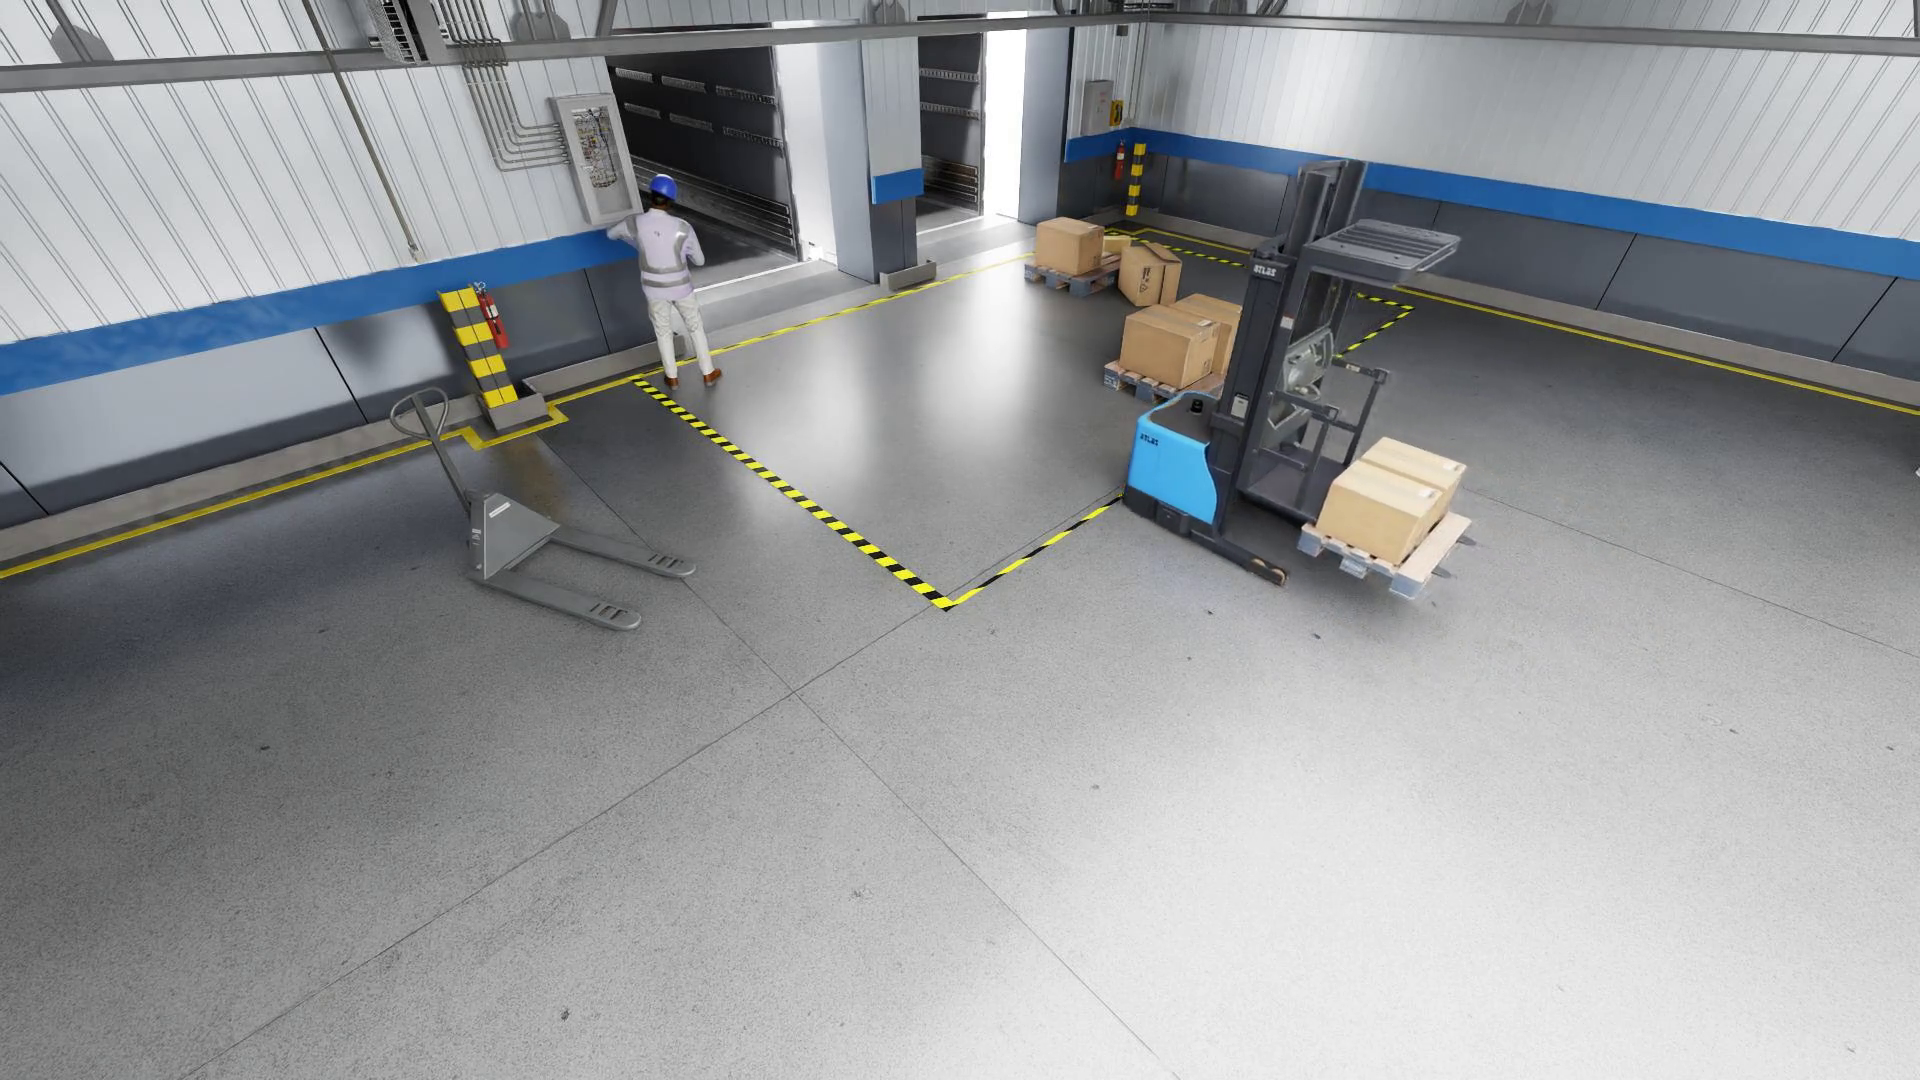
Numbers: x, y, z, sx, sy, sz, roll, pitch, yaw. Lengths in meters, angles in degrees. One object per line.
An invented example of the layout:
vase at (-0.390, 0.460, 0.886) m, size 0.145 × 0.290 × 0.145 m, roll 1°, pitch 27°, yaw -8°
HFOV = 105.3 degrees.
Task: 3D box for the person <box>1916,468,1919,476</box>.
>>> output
person at (7.921, -1.153, 5.353) m, size 0.486 × 1.743 × 0.295 m, roll 2°, pitch 38°, yaw 3°

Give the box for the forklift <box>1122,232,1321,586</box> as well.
forklift at (1.780, -1.007, 4.921) m, size 0.716 × 2.013 × 0.776 m, roll -31°, pitch 47°, yaw -33°

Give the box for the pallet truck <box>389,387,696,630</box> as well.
pallet truck at (-2.613, -0.247, 4.593) m, size 1.601 × 1.201 × 0.680 m, roll 14°, pitch 40°, yaw 17°

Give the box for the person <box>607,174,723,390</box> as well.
person at (-2.738, -2.376, 6.823) m, size 0.782 × 1.885 × 0.701 m, roll -11°, pitch 39°, yaw -13°
